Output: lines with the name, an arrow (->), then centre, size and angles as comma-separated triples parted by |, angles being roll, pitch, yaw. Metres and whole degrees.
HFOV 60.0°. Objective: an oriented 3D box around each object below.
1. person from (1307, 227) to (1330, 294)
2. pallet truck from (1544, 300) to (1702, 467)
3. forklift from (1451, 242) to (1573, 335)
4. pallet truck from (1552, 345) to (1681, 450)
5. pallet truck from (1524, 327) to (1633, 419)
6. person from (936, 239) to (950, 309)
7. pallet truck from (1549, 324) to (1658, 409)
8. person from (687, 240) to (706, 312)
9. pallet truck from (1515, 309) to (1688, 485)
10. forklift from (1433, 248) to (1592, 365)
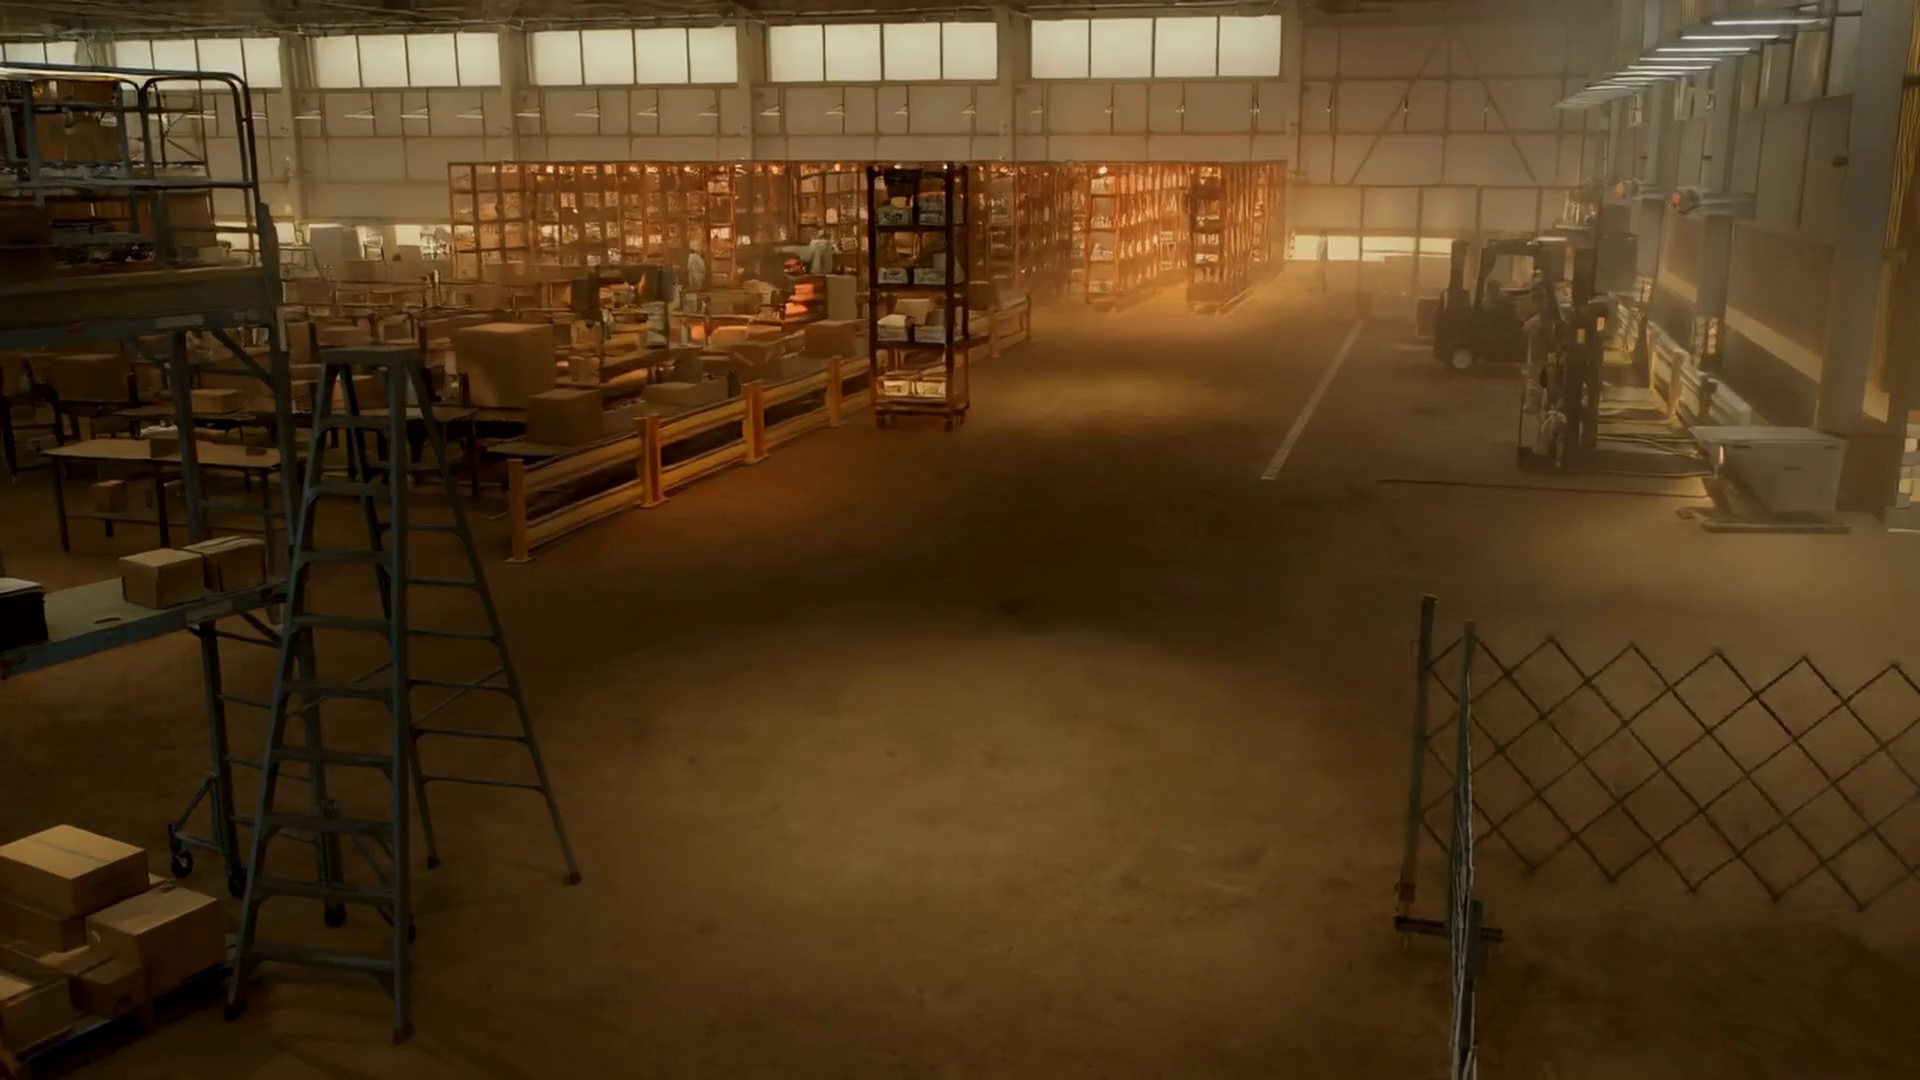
person -> 9.857, -7.697, 45.819 | 0.699, 1.816, 0.612 | 1, 13, 3
pallet truck -> 8.263, -1.952, 20.631 | 1.885, 1.965, 0.823 | 5, 14, 20
forklift -> 10.464, -4.597, 31.405 | 2.680, 1.987, 1.157 | 4, 14, 16
pallet truck -> 8.641, -1.896, 21.908 | 1.630, 1.274, 0.653 | 4, 14, 16
pallet truck -> 9.065, -2.460, 24.370 | 1.522, 1.261, 0.704 | 3, 13, 14
person -> -0.318, -5.924, 38.004 | 0.399, 1.902, 0.642 | 6, 14, 24
pallet truck -> 9.824, -2.669, 25.407 | 1.601, 1.201, 0.680 | 4, 14, 16
person -> -6.130, -6.062, 38.745 | 0.404, 1.833, 0.590 | -5, 14, -21
pallet truck -> 7.554, -1.677, 19.446 | 1.885, 1.965, 0.823 | 3, 13, 14
forklift -> 9.780, -4.111, 29.280 | 2.680, 1.987, 1.157 | 3, 13, 14
